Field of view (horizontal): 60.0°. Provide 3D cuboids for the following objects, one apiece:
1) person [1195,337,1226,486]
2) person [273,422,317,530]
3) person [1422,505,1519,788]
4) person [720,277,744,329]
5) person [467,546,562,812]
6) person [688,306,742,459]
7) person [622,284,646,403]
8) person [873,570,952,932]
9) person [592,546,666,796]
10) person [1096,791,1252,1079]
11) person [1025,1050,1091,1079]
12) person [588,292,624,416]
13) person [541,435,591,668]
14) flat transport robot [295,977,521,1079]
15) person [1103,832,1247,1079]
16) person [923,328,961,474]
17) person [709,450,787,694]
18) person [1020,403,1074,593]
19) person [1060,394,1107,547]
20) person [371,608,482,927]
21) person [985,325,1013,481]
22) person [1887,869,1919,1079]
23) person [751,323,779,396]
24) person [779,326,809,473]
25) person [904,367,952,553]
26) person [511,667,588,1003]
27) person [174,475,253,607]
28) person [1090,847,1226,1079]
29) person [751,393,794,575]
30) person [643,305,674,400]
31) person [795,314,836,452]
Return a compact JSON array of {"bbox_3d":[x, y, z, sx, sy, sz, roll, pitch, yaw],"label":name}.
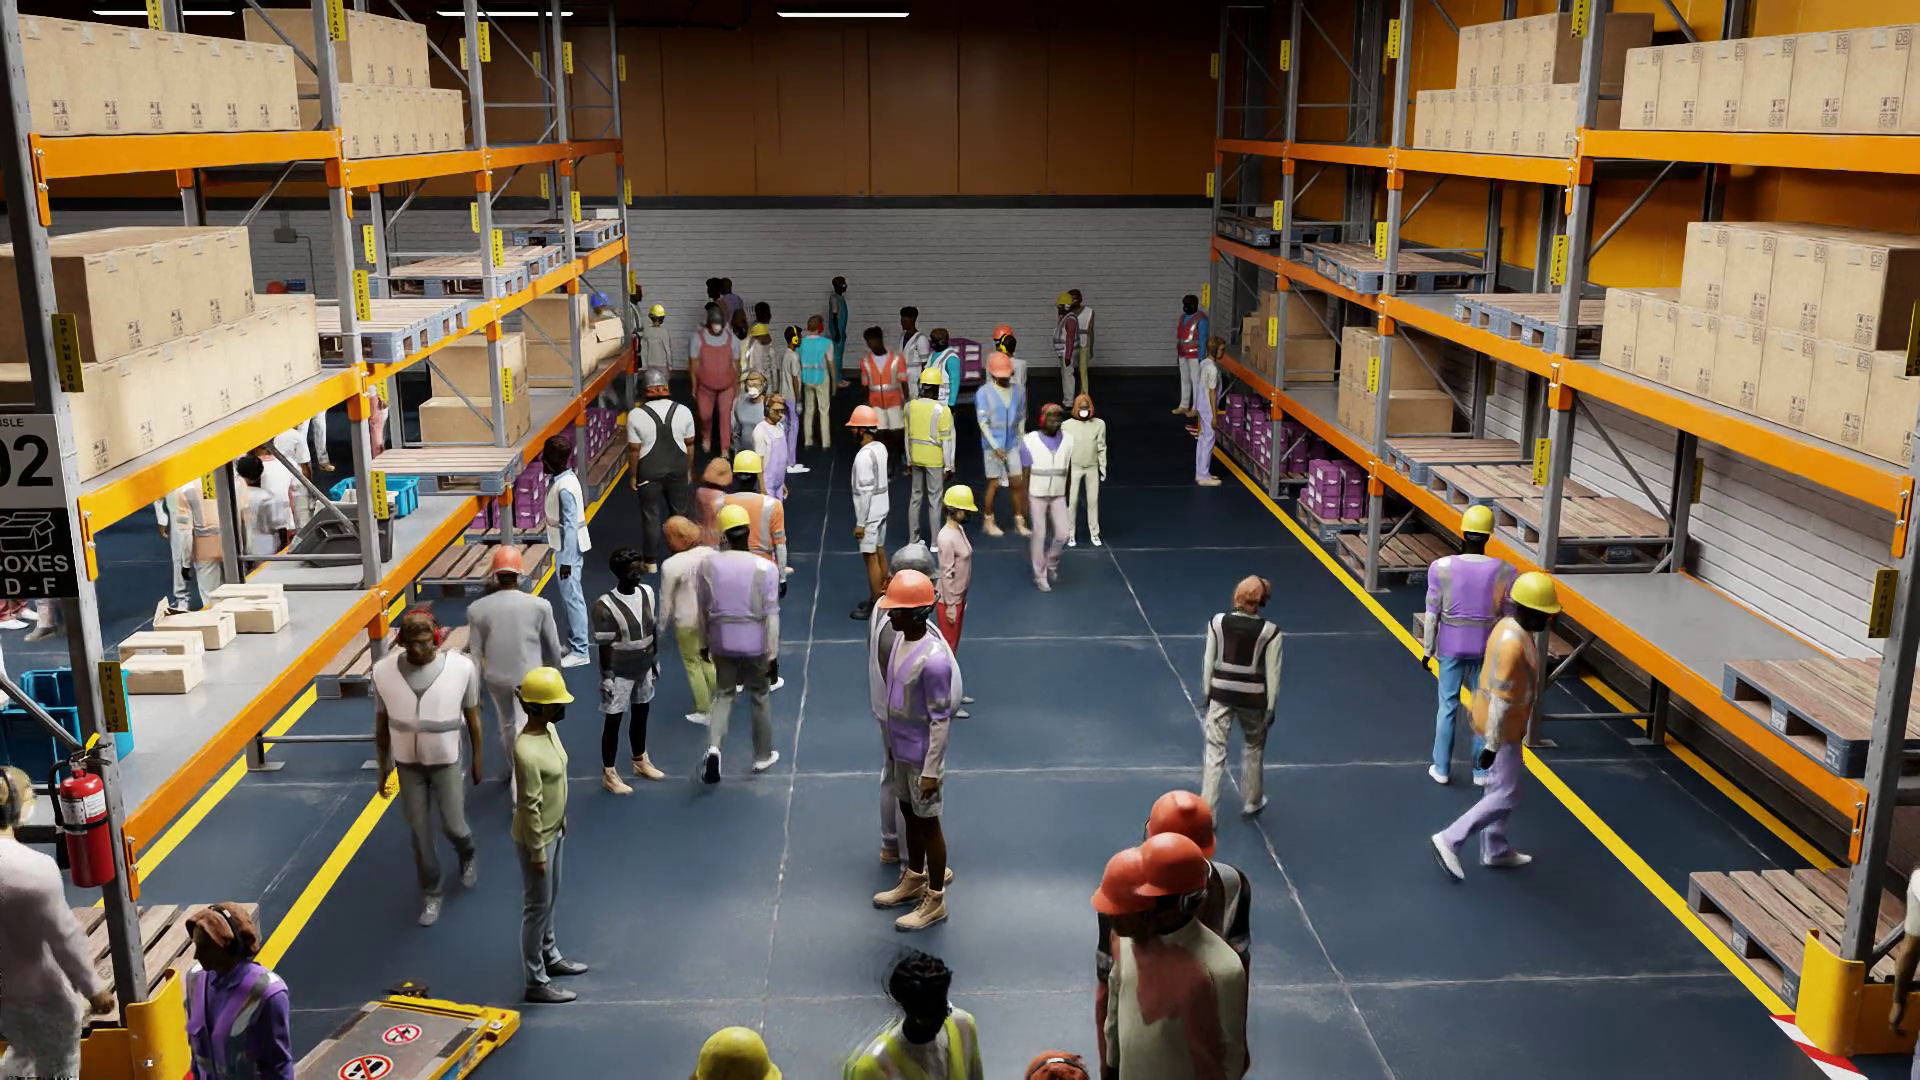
[{"bbox_3d":[3.051,-1.569,20.298,0.353,1.835,0.518,-2,14,-6],"label":"person"},{"bbox_3d":[-6.264,-0.438,15.779,0.531,1.871,0.322,10,17,33],"label":"person"},{"bbox_3d":[3.403,0.713,11.149,0.593,1.924,0.381,3,15,12],"label":"person"},{"bbox_3d":[-3.694,-3.236,26.648,0.375,1.933,0.625,8,16,28],"label":"person"},{"bbox_3d":[-2.917,0.888,10.929,0.569,1.701,0.922,0,14,-2],"label":"person"},{"bbox_3d":[-3.194,-2.075,21.866,0.702,2.000,0.536,-3,15,-13],"label":"person"},{"bbox_3d":[-5.129,-3.091,26.195,0.367,1.877,0.582,0,14,1],"label":"person"},{"bbox_3d":[-0.261,1.154,9.186,0.374,2.044,0.605,-6,16,-23],"label":"person"},{"bbox_3d":[-2.206,0.854,11.070,0.322,1.692,0.534,9,17,33],"label":"person"},{"bbox_3d":[0.820,1.893,6.323,0.612,2.029,0.407,-4,15,-14],"label":"person"},{"bbox_3d":[0.274,2.353,4.803,0.573,1.880,0.359,0,14,0],"label":"person"},{"bbox_3d":[-5.303,-2.721,24.630,0.633,1.919,0.450,11,18,38],"label":"person"},{"bbox_3d":[-3.224,0.084,13.628,0.388,1.921,0.593,-5,15,-19],"label":"person"},{"bbox_3d":[-2.667,2.457,7.602,0.652,0.197,1.431,4,15,15],"label":"flat transport robot"},{"bbox_3d":[0.739,1.984,6.020,0.382,1.996,0.608,-11,18,-38],"label":"person"},{"bbox_3d":[-0.250,-1.766,21.049,0.429,1.840,0.637,-8,16,-28],"label":"person"},{"bbox_3d":[-1.639,0.253,12.956,0.594,1.922,0.385,0,14,2],"label":"person"},{"bbox_3d":[0.820,-0.401,15.721,0.561,1.824,0.450,-5,15,-20],"label":"person"},{"bbox_3d":[1.281,-0.729,17.418,0.507,1.623,0.285,-2,15,-10],"label":"person"},{"bbox_3d":[-2.963,1.232,9.317,0.561,1.823,0.481,-1,14,-4],"label":"person"},{"bbox_3d":[0.511,-1.690,20.584,0.387,1.929,0.543,-5,15,-20],"label":"person"},{"bbox_3d":[4.069,1.921,6.645,0.623,1.806,0.437,8,17,30],"label":"person"},{"bbox_3d":[-2.658,-2.064,22.436,0.497,1.734,0.339,13,19,42],"label":"person"},{"bbox_3d":[-2.122,-1.781,21.076,0.326,1.862,0.511,-6,16,-23],"label":"person"},{"bbox_3d":[-0.316,-0.830,17.233,0.583,1.918,0.407,10,17,33],"label":"person"},{"bbox_3d":[-2.093,1.486,8.447,0.341,1.760,0.525,0,14,-1],"label":"person"},{"bbox_3d":[-6.066,0.098,13.560,0.369,1.925,0.594,13,19,42],"label":"person"},{"bbox_3d":[0.701,2.010,6.063,0.857,1.935,0.650,-5,15,-18],"label":"person"},{"bbox_3d":[-1.826,-0.521,16.169,0.351,1.838,0.507,5,15,20],"label":"person"},{"bbox_3d":[-4.376,-2.535,24.214,0.525,1.772,0.304,9,17,32],"label":"person"},{"bbox_3d":[-1.943,-2.101,22.364,0.565,1.846,0.388,5,15,21],"label":"person"}]
